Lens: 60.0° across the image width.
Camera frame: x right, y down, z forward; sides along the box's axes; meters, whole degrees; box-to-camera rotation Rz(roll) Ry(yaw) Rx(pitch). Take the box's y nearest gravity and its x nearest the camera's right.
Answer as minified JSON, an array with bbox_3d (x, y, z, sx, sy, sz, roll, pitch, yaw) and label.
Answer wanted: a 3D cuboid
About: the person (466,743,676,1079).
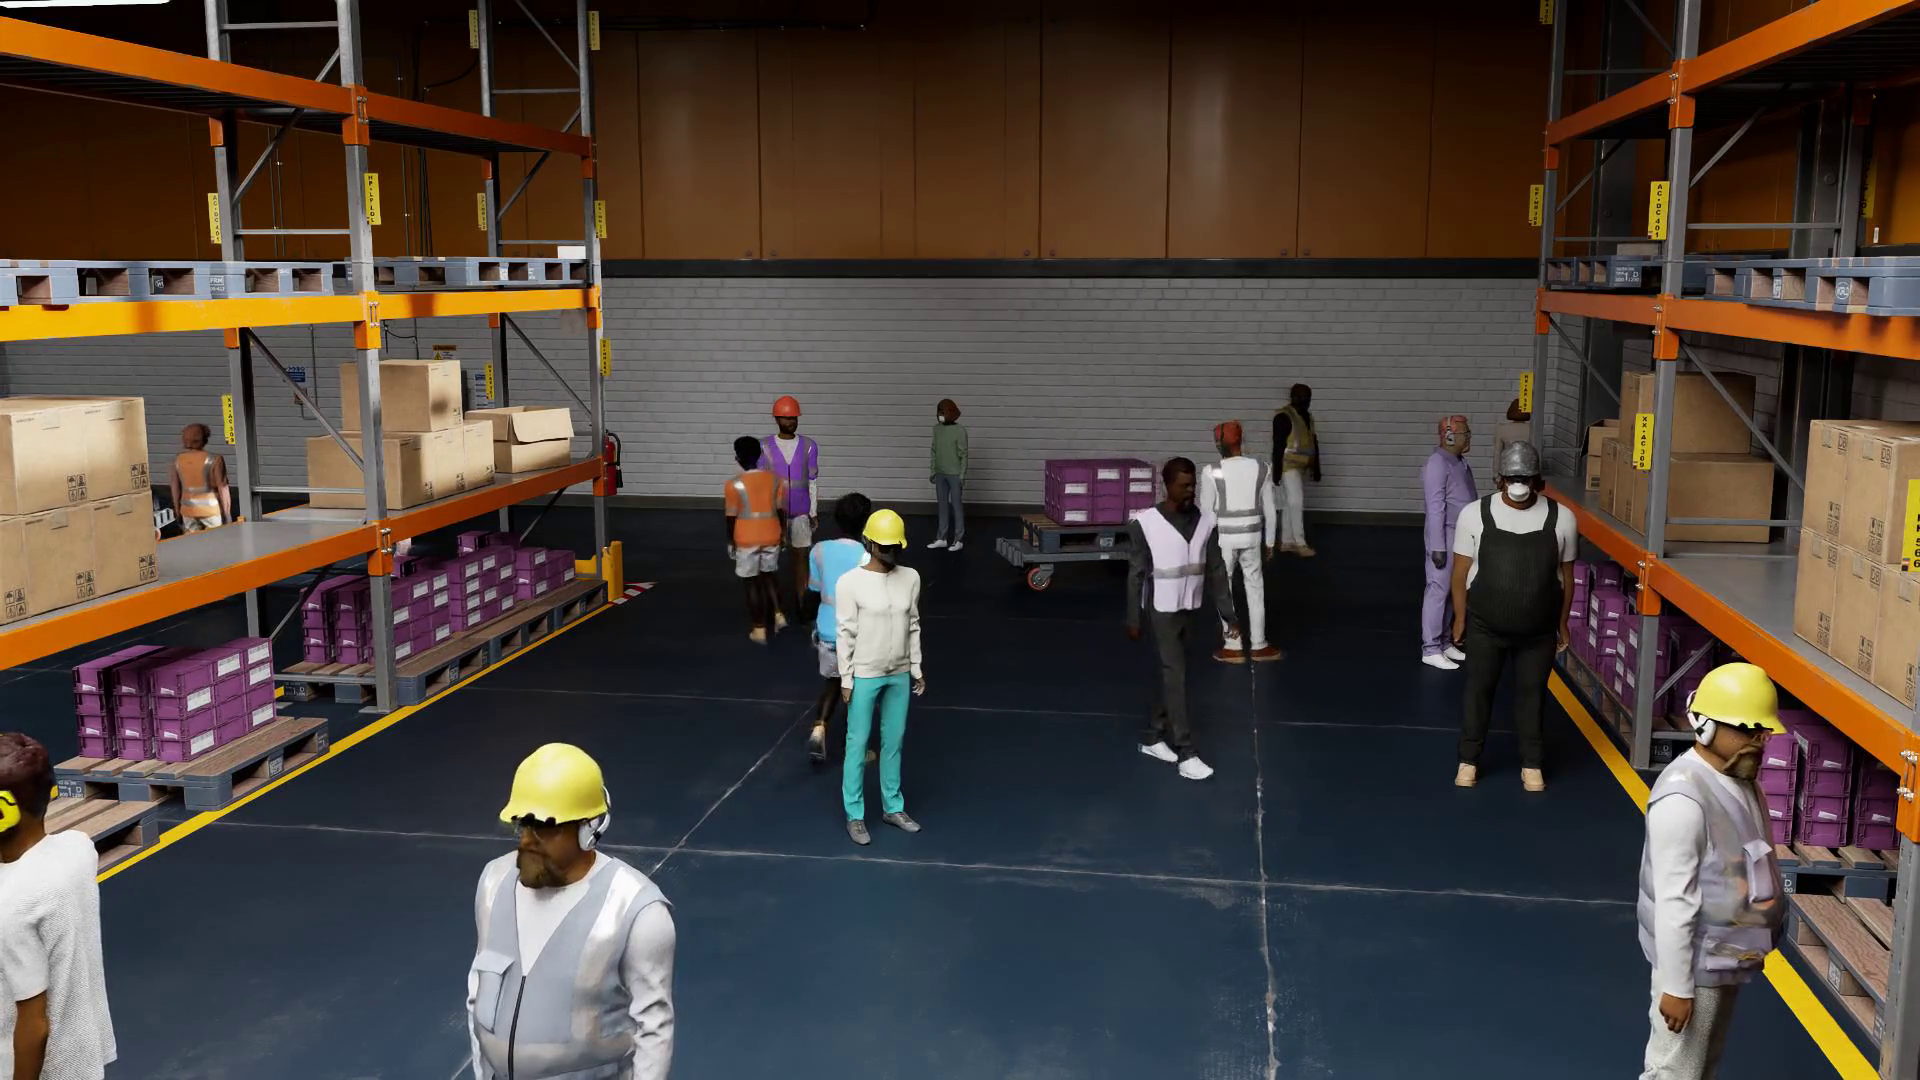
[{"bbox_3d":[-1.007,1.405,4.215,0.587,1.837,0.404,4,10,22],"label":"person"}]

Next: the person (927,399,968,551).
[{"bbox_3d":[-0.128,-0.699,17.812,0.498,1.633,0.282,9,13,43],"label":"person"}]

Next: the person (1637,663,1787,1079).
[{"bbox_3d":[2.297,1.264,5.104,0.403,1.827,0.597,8,12,40],"label":"person"}]

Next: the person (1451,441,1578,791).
[{"bbox_3d":[3.174,0.439,9.541,0.688,2.000,0.536,2,9,13],"label":"person"}]

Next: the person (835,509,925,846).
[{"bbox_3d":[-0.411,0.708,8.752,0.522,1.762,0.320,-7,11,-36],"label":"person"}]

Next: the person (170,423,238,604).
[{"bbox_3d":[-6.785,-0.226,14.887,0.531,1.637,0.314,1,9,5],"label":"person"}]

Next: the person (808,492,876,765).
[{"bbox_3d":[-0.676,0.559,9.880,0.552,1.683,0.476,5,10,26],"label":"person"}]

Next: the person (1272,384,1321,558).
[{"bbox_3d":[3.592,-0.732,17.448,0.584,1.814,0.711,7,12,38],"label":"person"}]

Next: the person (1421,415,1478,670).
[{"bbox_3d":[3.715,0.008,12.601,0.408,1.912,0.643,6,11,31],"label":"person"}]

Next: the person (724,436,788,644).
[{"bbox_3d":[-1.642,0.002,13.320,0.548,1.679,0.357,-7,11,-35],"label":"person"}]

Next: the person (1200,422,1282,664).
[{"bbox_3d":[2.170,0.026,12.700,0.729,1.860,0.342,-1,9,-8],"label":"person"}]

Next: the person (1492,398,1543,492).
[{"bbox_3d":[5.970,-0.704,17.831,0.506,1.636,0.278,3,10,17],"label":"person"}]

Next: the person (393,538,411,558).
[{"bbox_3d":[-5.553,-0.630,16.267,0.375,1.997,0.612,-3,10,-18],"label":"person"}]

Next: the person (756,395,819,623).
[{"bbox_3d":[-1.468,-0.258,14.142,0.552,1.942,0.342,-2,10,-14],"label":"person"}]

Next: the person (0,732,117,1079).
[{"bbox_3d":[-2.333,1.390,4.222,0.329,1.865,0.516,-2,9,-11],"label":"person"}]

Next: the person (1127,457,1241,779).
[{"bbox_3d":[1.366,0.457,9.903,0.614,1.881,0.896,-6,11,-33],"label":"person"}]
